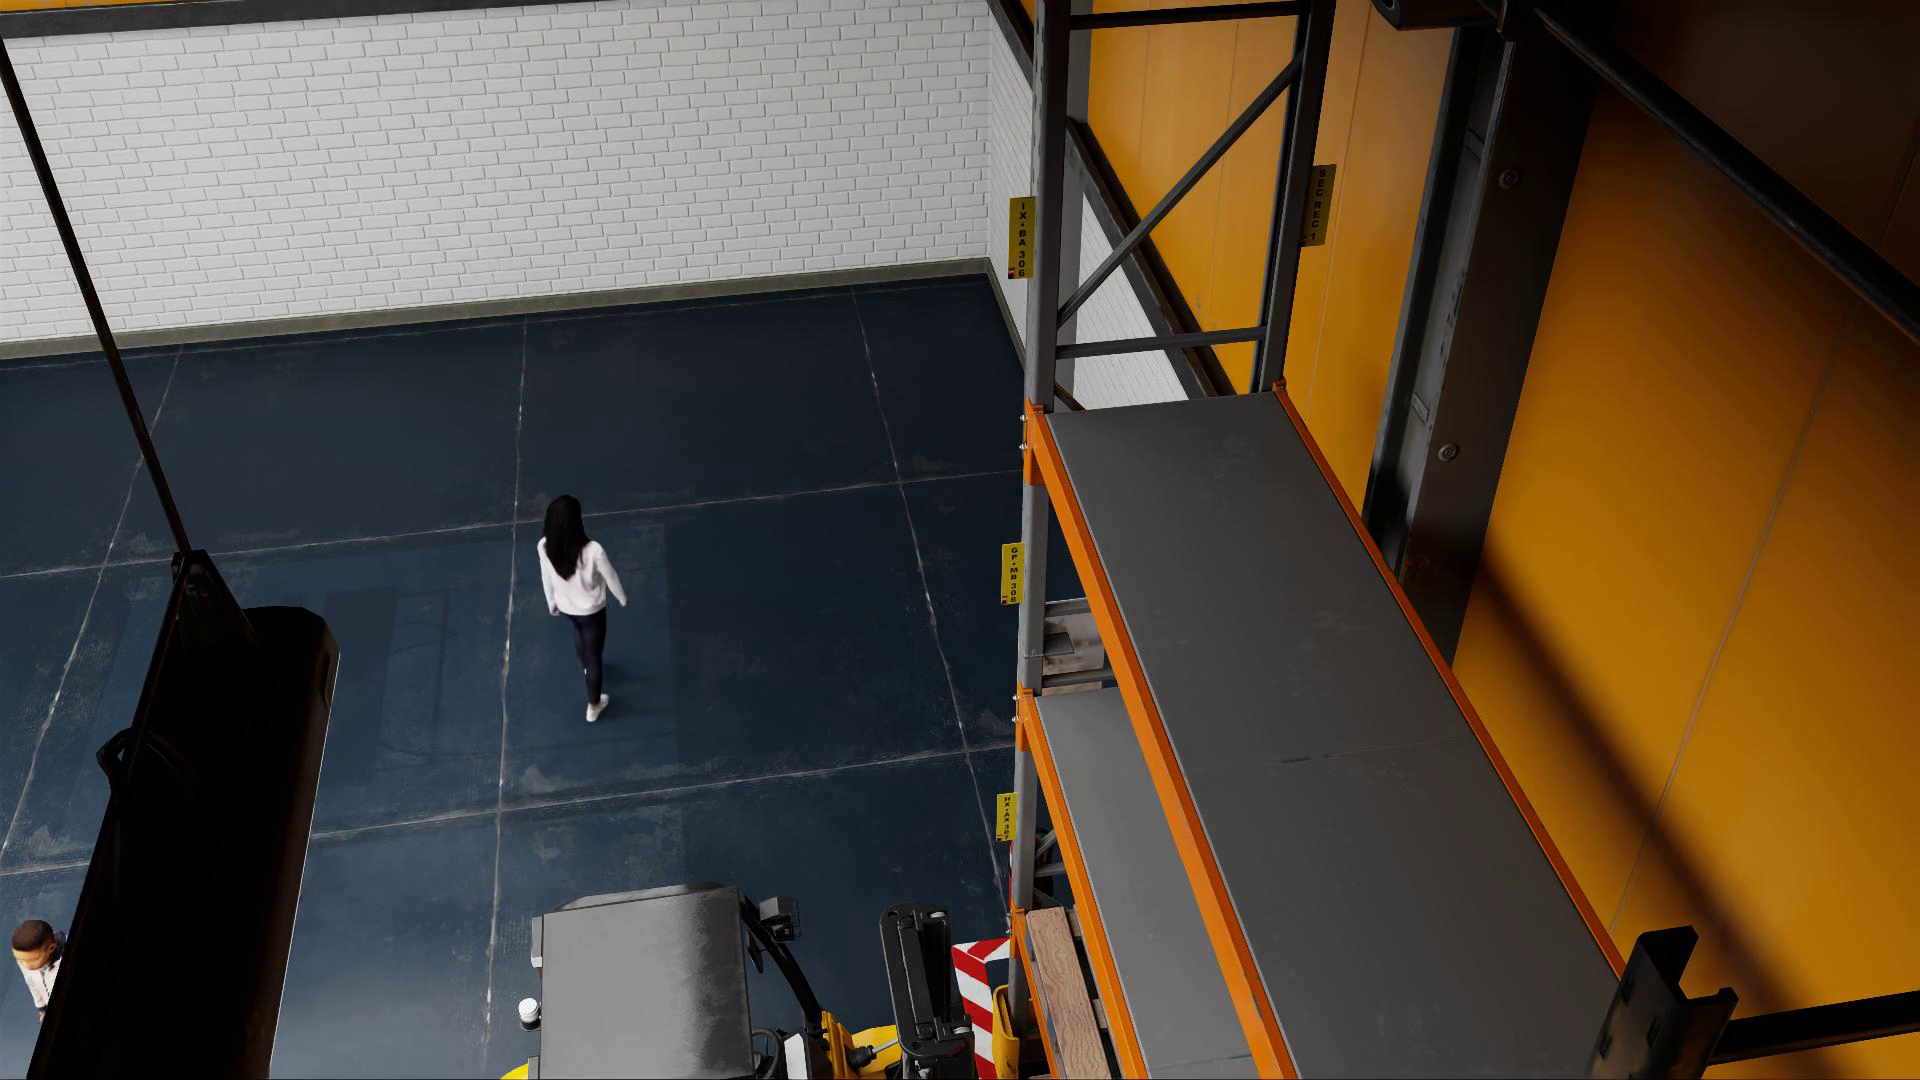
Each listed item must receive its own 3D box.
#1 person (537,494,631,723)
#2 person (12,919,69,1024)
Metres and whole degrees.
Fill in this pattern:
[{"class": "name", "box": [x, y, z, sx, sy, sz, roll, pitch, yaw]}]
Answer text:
[{"class": "person", "box": [-2.463, 0.483, 10.686, 0.811, 1.682, 0.907, 11, 40, 13]}, {"class": "person", "box": [-4.448, 2.350, 8.547, 0.708, 1.435, 0.721, 13, 40, 16]}]
